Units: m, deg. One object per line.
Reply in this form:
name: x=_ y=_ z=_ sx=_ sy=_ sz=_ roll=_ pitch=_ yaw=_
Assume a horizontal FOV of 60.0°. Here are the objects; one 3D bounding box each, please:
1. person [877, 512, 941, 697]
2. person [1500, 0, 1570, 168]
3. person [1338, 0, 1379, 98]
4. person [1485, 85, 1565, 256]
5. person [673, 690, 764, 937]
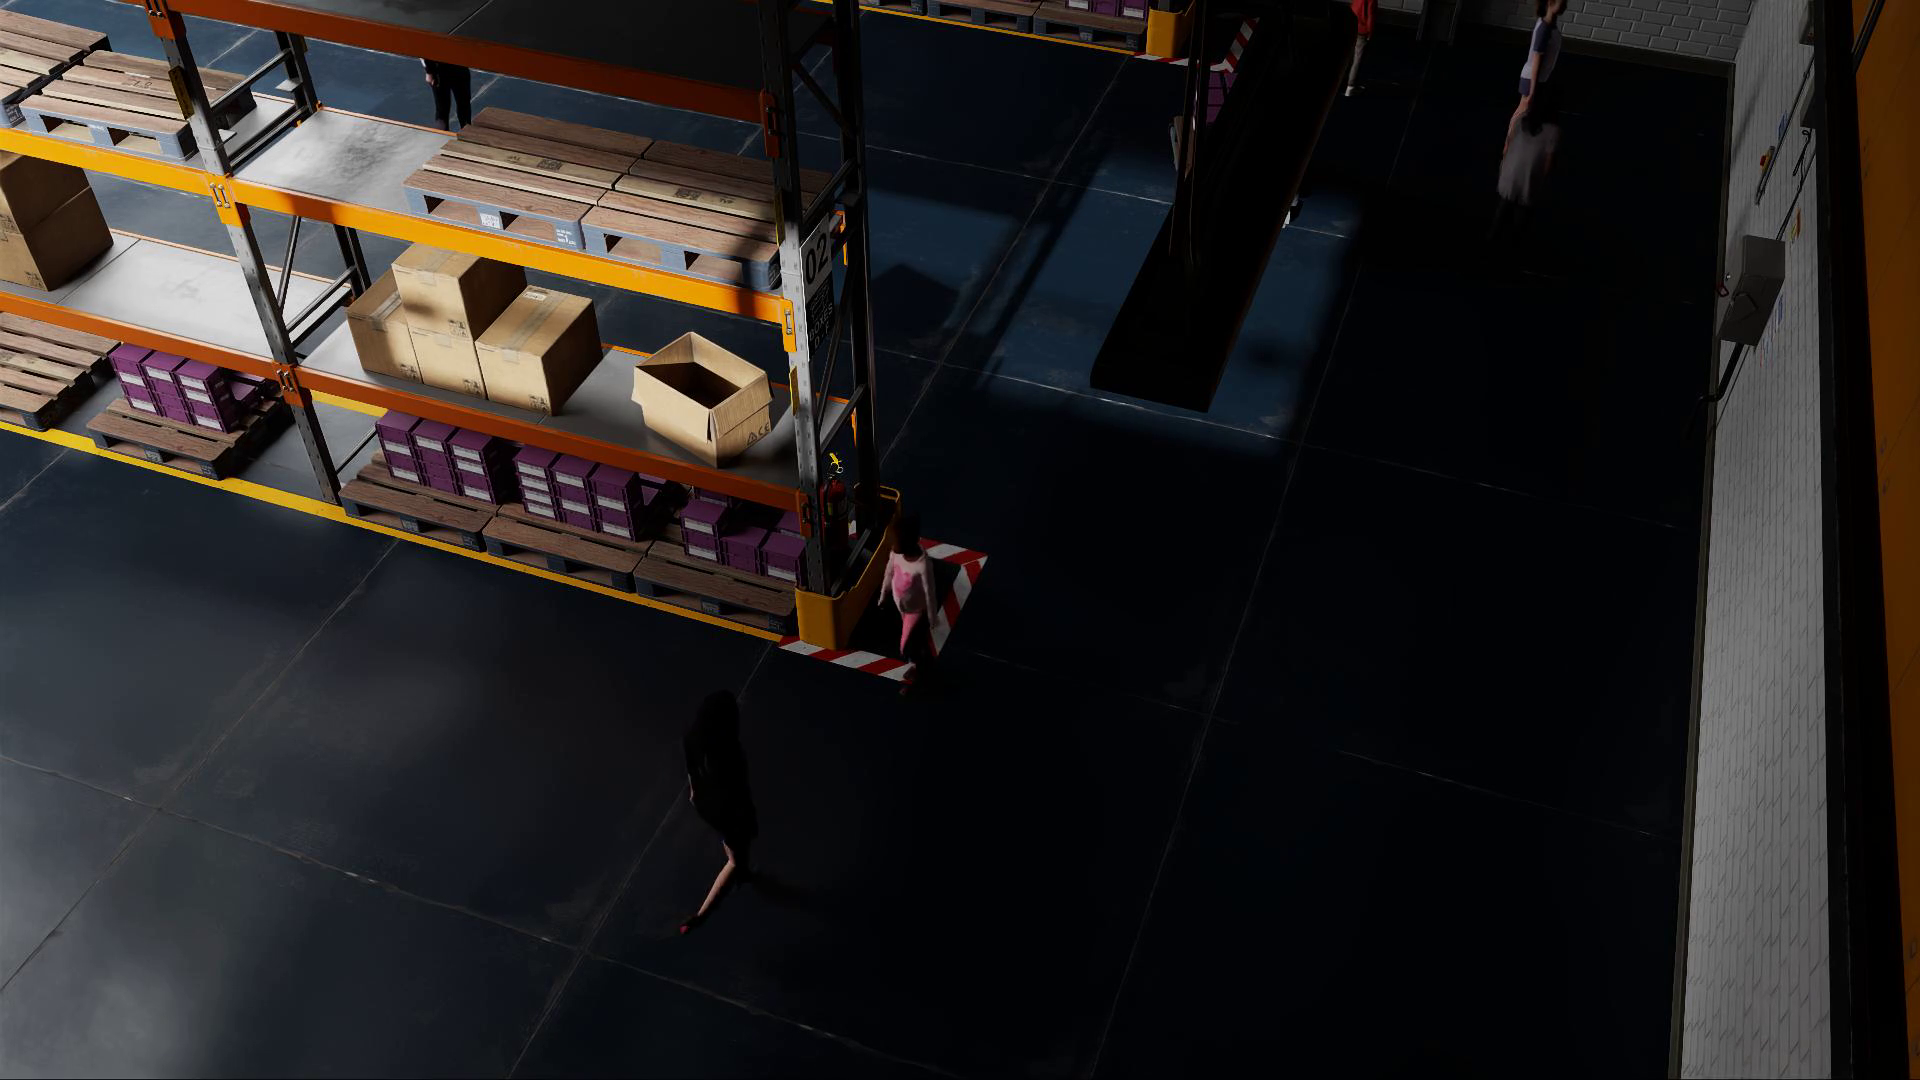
person: x=-0.245 y=0.363 z=10.762 sx=0.729 sy=1.438 sz=0.655 roll=-28 pitch=50 yaw=-26
person: x=5.319 y=-4.281 z=15.399 sx=0.524 sy=1.765 sz=0.575 roll=15 pitch=46 yaw=15
person: x=3.974 y=-5.103 z=16.514 sx=0.629 sy=1.417 sz=0.580 roll=-15 pitch=46 yaw=-15
person: x=4.838 y=-3.138 z=14.327 sx=0.752 sy=1.589 sz=0.813 roll=32 pitch=52 yaw=29
person: x=-1.374 y=1.564 z=9.254 sx=1.002 sy=1.778 sz=0.884 roll=25 pitch=49 yaw=24
